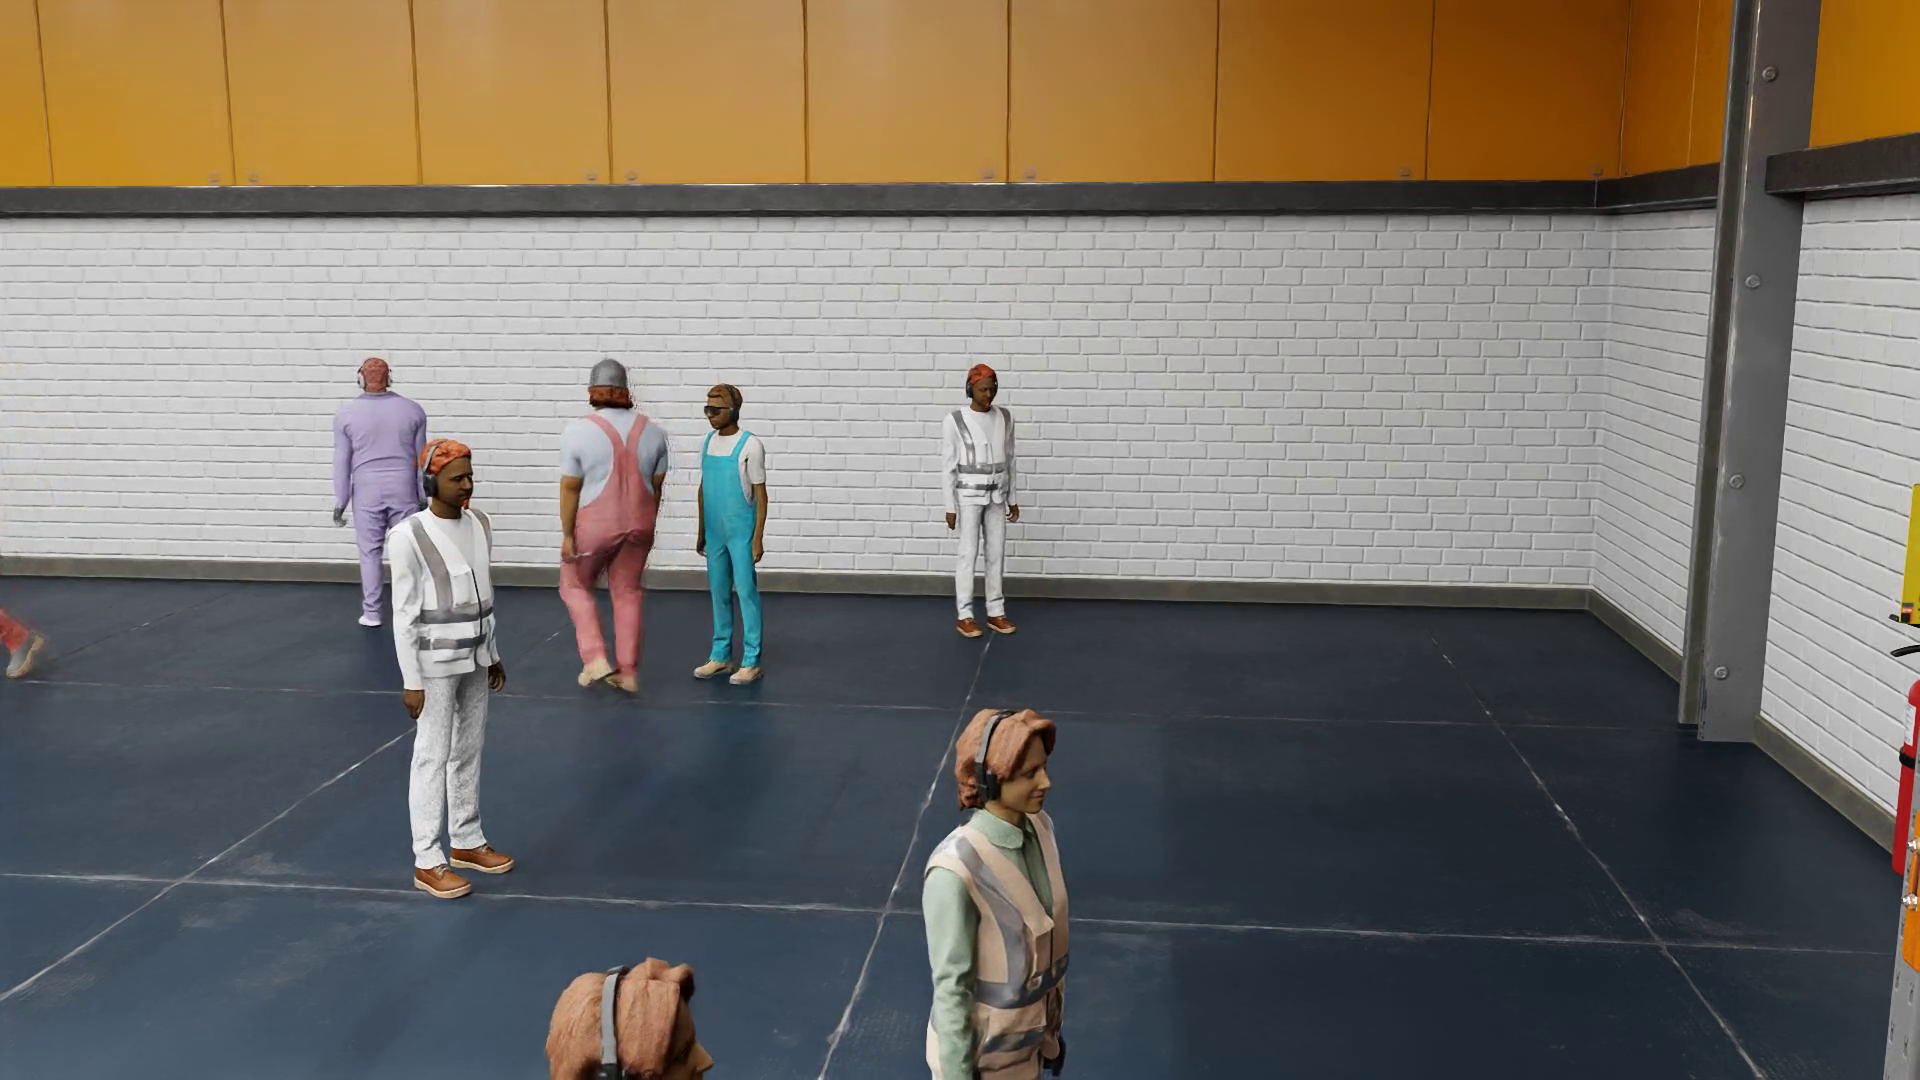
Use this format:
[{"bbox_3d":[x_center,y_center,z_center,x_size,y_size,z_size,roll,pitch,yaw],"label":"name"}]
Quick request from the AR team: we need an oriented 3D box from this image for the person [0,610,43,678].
[{"bbox_3d":[-6.007,-0.034,9.901,0.603,1.954,0.996,6,11,30],"label":"person"}]

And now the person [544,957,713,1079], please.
[{"bbox_3d":[-0.475,1.411,2.469,0.308,1.645,0.511,2,10,9],"label":"person"}]

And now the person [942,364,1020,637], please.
[{"bbox_3d":[0.146,-0.269,11.434,0.585,1.879,0.370,-6,12,-32],"label":"person"}]

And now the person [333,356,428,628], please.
[{"bbox_3d":[-4.068,-0.335,11.717,0.648,1.909,0.402,-5,11,-27],"label":"person"}]

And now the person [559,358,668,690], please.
[{"bbox_3d":[-2.106,-0.100,9.984,0.701,2.000,0.538,-8,13,-38],"label":"person"}]

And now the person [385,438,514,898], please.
[{"bbox_3d":[-2.108,0.517,6.901,0.337,1.882,0.584,4,11,22],"label":"person"}]

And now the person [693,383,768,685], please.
[{"bbox_3d":[-1.409,-0.037,10.182,0.520,1.844,0.330,7,12,33],"label":"person"}]

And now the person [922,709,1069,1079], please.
[{"bbox_3d":[0.085,1.180,3.796,0.312,1.642,0.512,5,11,27],"label":"person"}]
